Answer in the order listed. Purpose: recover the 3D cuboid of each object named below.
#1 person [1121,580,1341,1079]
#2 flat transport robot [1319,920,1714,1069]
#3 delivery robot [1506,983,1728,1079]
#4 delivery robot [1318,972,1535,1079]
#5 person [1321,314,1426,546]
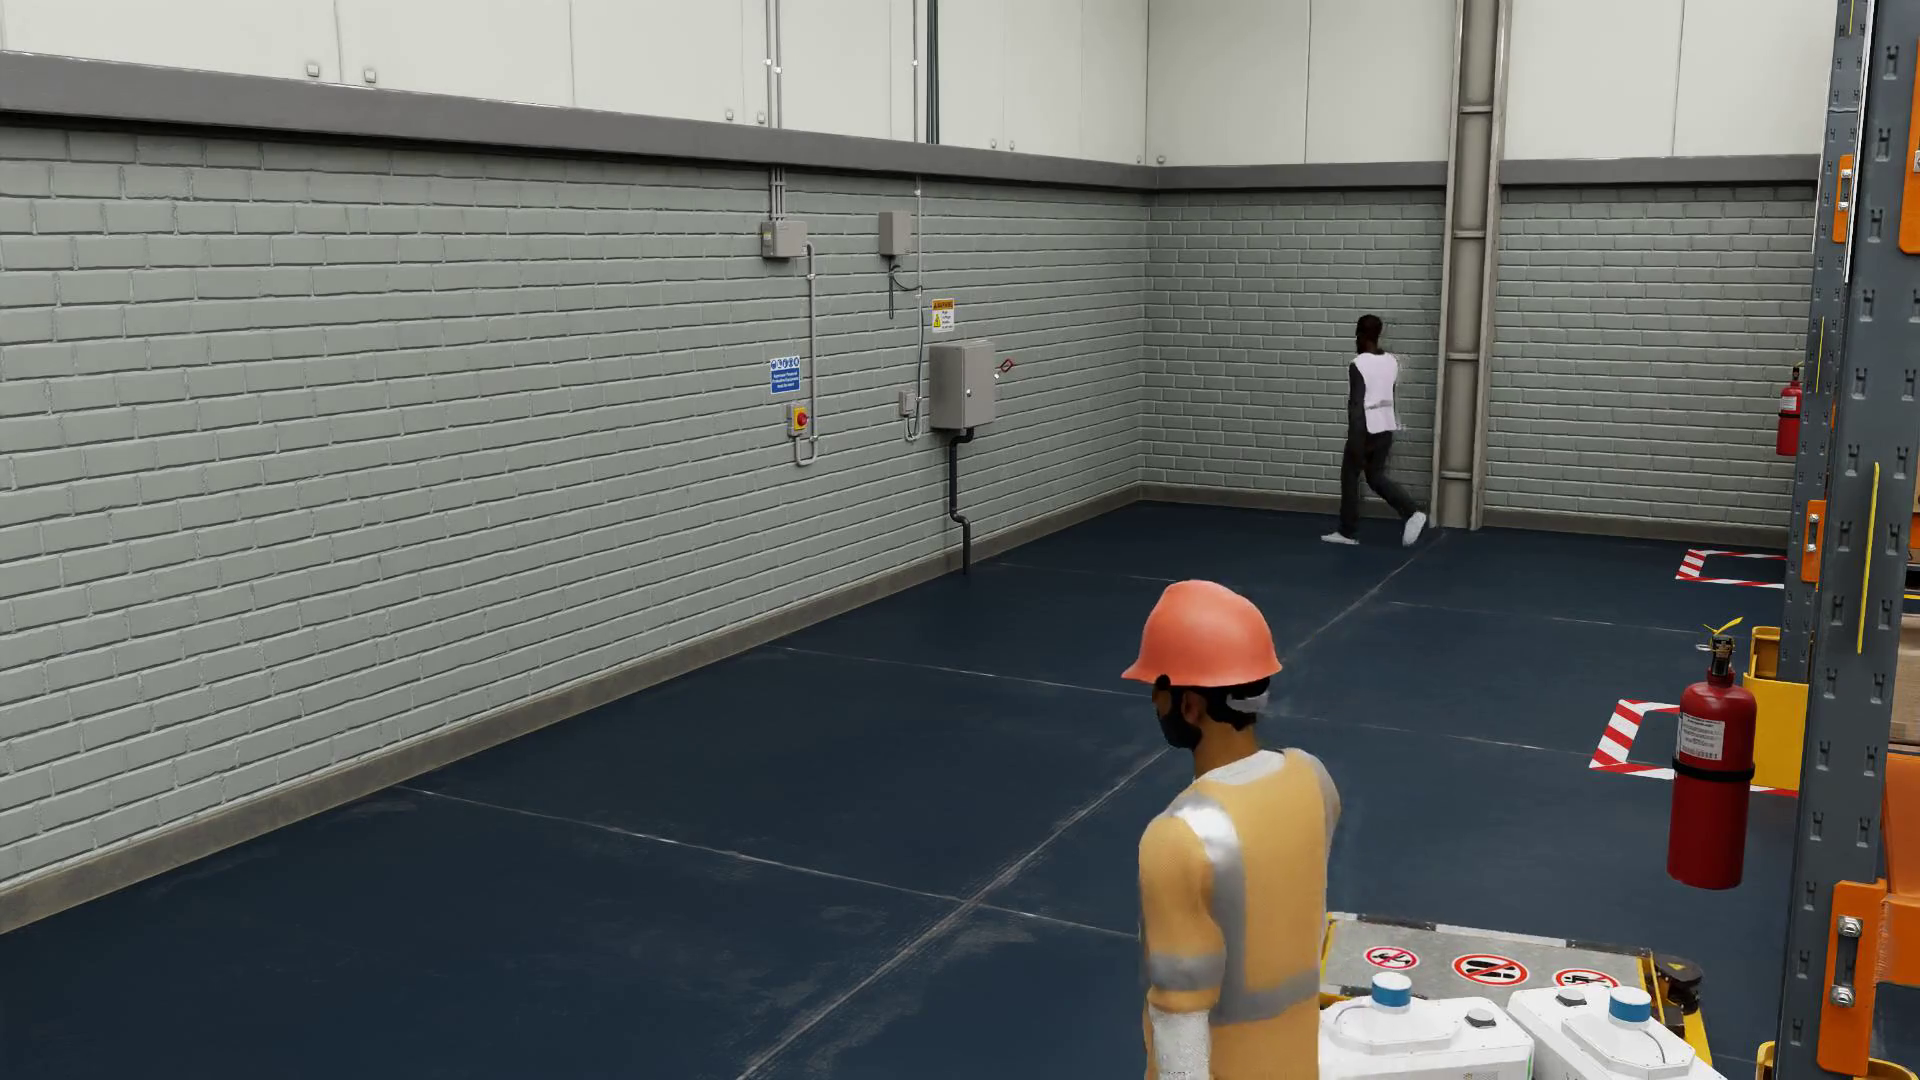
[{"bbox_3d":[0.477,1.002,3.211,0.557,1.890,0.971,-9,14,-41],"label":"person"},{"bbox_3d":[1.581,1.436,5.244,1.431,0.197,0.652,3,11,18],"label":"flat transport robot"},{"bbox_3d":[1.736,1.412,4.344,0.477,0.478,0.707,-2,11,-12],"label":"delivery robot"},{"bbox_3d":[1.138,1.396,4.430,0.707,0.478,0.477,-2,10,-10],"label":"delivery robot"},{"bbox_3d":[3.365,-0.867,13.410,0.610,1.891,0.787,-10,15,-44],"label":"person"}]
